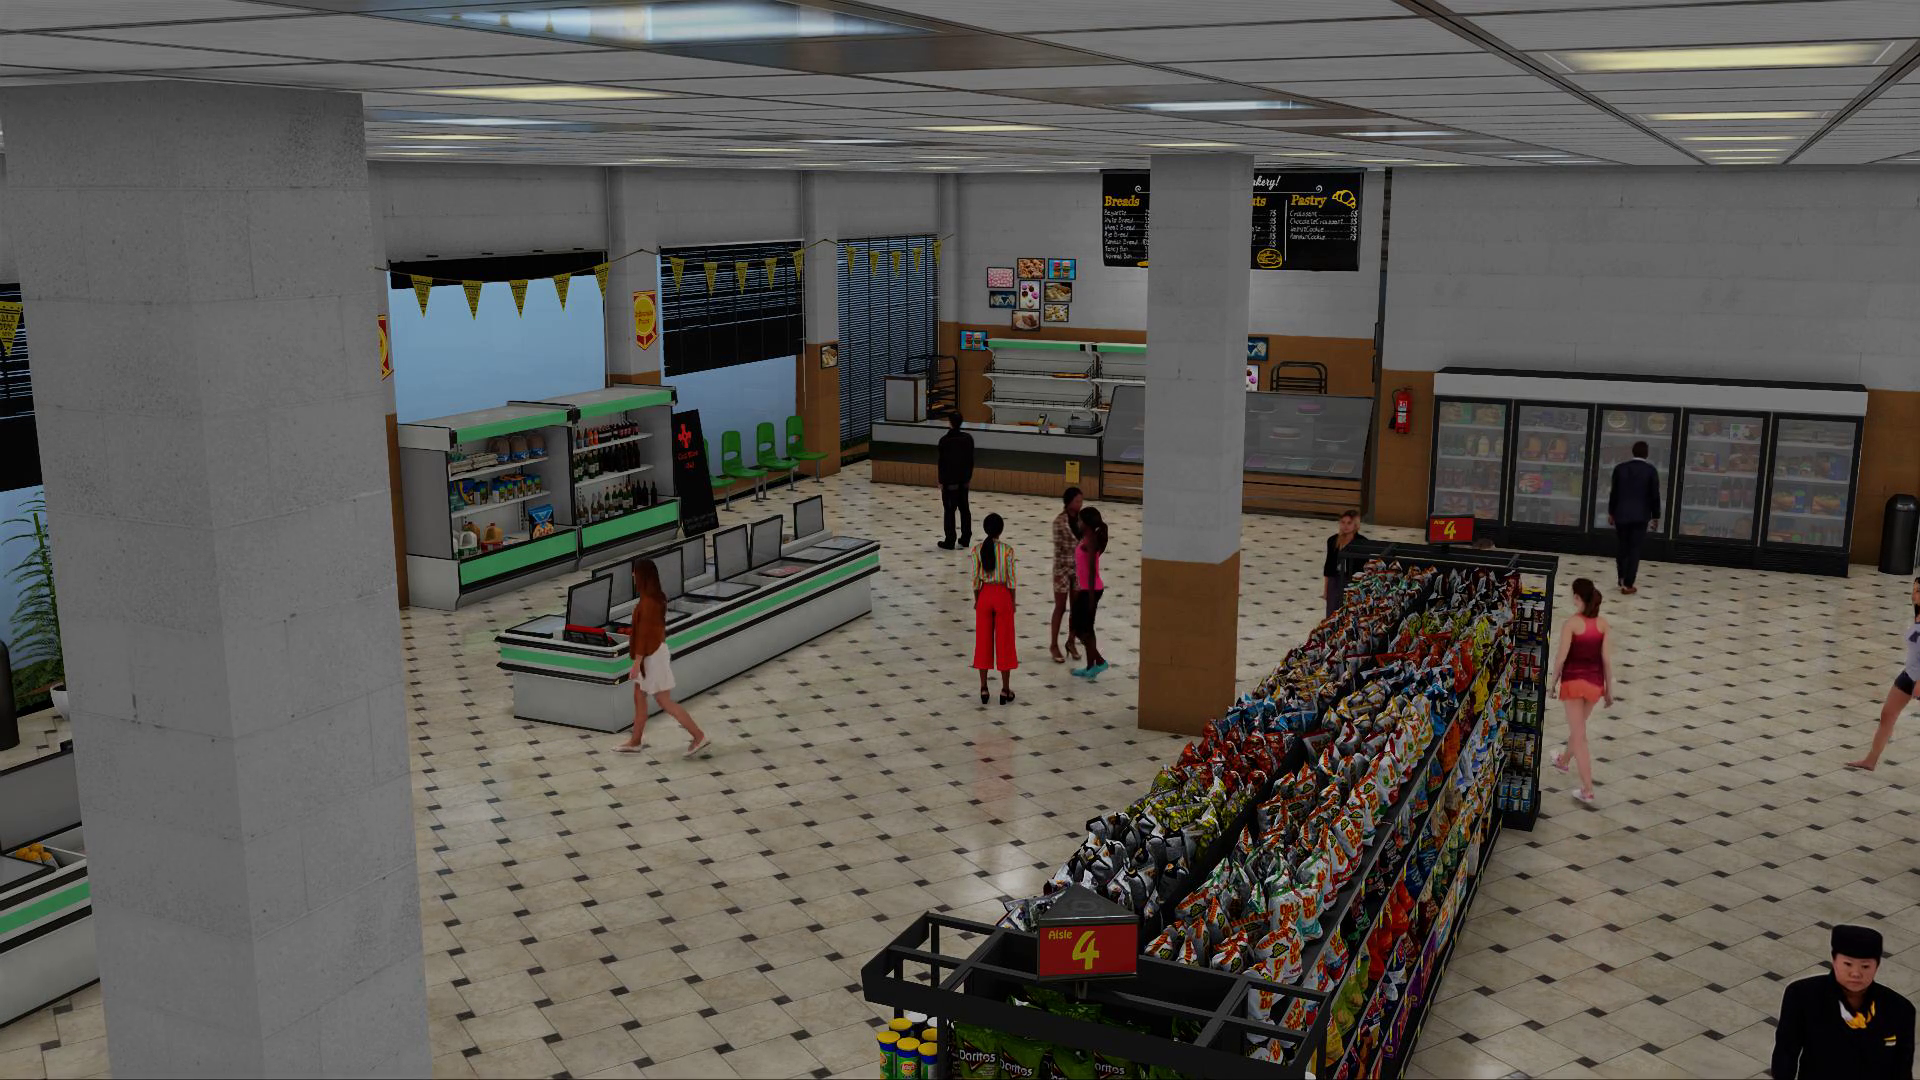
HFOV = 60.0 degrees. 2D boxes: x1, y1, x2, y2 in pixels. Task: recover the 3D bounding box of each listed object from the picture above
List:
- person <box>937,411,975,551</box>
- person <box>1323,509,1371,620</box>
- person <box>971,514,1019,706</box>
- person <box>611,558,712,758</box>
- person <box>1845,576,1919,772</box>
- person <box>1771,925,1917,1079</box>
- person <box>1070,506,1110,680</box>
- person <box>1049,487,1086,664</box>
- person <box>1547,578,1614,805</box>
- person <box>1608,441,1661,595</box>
[{"bbox_3d":[-0.054,-0.802,22.092,0.711,1.839,0.857,-9,15,-35],"label":"person"},{"bbox_3d":[3.772,0.513,16.263,0.593,1.666,0.519,6,13,26],"label":"person"},{"bbox_3d":[0.320,0.632,15.394,0.639,1.792,0.589,3,12,14],"label":"person"},{"bbox_3d":[-2.464,1.013,13.836,0.995,1.688,1.113,0,12,-2],"label":"person"},{"bbox_3d":[7.793,1.144,13.295,0.900,1.655,1.160,2,12,8],"label":"person"},{"bbox_3d":[3.765,2.438,7.113,0.720,1.671,0.643,4,13,19],"label":"person"},{"bbox_3d":[1.334,0.522,16.102,0.699,1.715,0.619,2,12,11],"label":"person"},{"bbox_3d":[1.090,0.343,16.776,0.633,1.788,0.732,-8,15,-35],"label":"person"},{"bbox_3d":[4.862,1.197,12.925,0.991,1.703,1.173,-2,12,-9],"label":"person"},{"bbox_3d":[7.870,-0.245,19.529,0.808,1.806,0.833,10,15,39],"label":"person"}]
